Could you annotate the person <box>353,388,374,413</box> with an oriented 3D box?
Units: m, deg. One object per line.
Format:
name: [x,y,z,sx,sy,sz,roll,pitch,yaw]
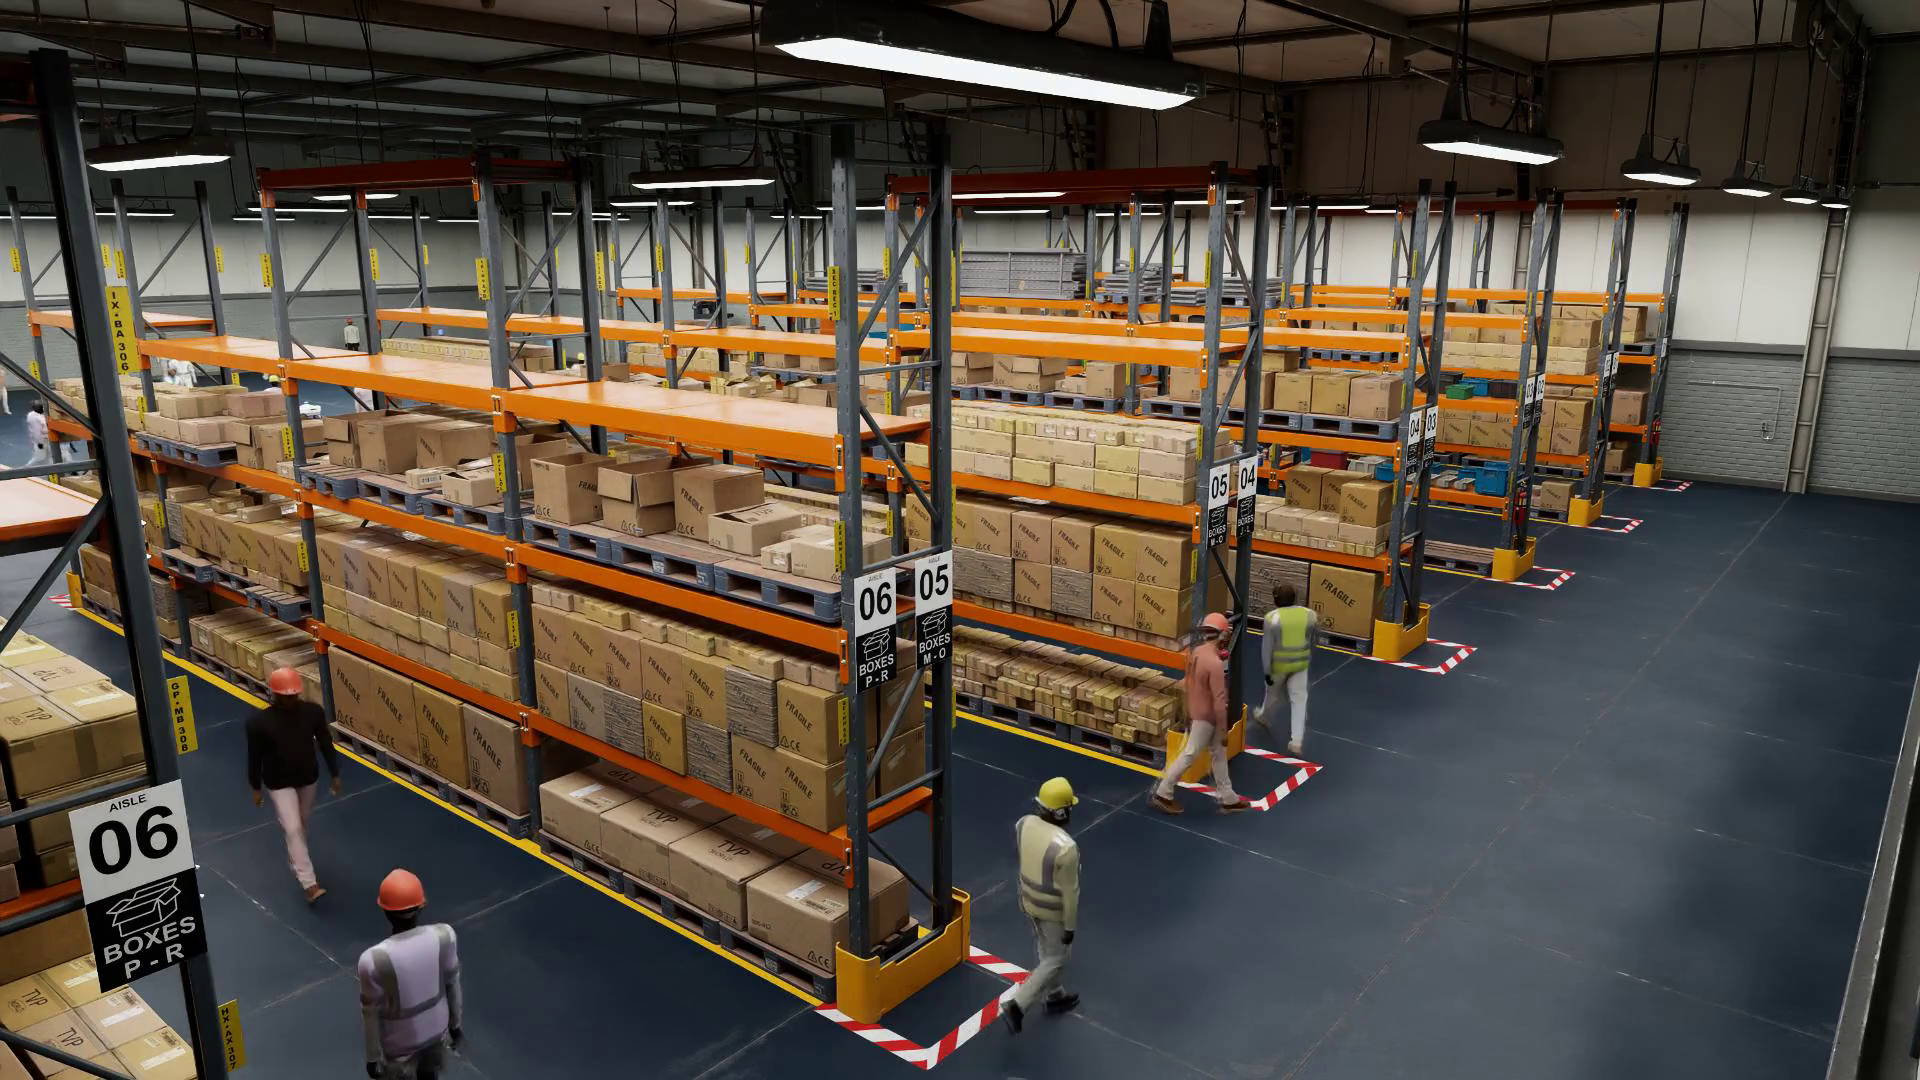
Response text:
person: [-15.251,-3.336,32.472,0.642,1.877,0.593,-12,18,-41]

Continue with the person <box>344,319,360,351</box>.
person: [-25.184,-8.192,52.170,0.380,1.995,0.611,11,17,38]

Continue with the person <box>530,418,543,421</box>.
person: [-12.029,-4.121,35.739,0.517,1.852,0.735,4,14,17]

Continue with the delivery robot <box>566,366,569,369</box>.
delivery robot: [-14.719,-6.246,47.060,0.477,0.478,0.707,0,14,1]

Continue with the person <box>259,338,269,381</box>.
person: [-26.109,-6.758,47.112,0.531,1.585,0.889,-2,14,-7]

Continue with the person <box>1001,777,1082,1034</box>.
person: [0.559,2.497,8.605,0.703,1.810,0.597,-9,16,-32]

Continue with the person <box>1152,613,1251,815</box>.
person: [2.279,1.663,11.839,0.974,1.938,0.704,0,14,-1]

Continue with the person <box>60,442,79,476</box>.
person: [-19.206,-1.913,27.071,0.897,1.640,0.538,-6,15,-22]

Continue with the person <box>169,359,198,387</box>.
person: [-23.669,-4.844,38.394,0.725,1.993,0.818,-9,16,-32]

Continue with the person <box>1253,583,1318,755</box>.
person: [3.473,1.318,13.475,0.647,1.779,0.995,-2,14,-7]

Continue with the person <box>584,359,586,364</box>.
person: [-13.232,-6.332,45.354,0.513,1.598,0.832,-11,18,-39]

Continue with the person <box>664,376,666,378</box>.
person: [-7.873,-3.830,34.559,0.629,1.842,0.544,-4,14,-15]

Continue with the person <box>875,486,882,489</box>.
person: [-1.481,-1.331,23.973,0.456,1.997,0.658,1,14,3]

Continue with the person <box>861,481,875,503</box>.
person: [-1.638,-0.101,19.295,0.617,1.787,0.893,-11,17,-38]

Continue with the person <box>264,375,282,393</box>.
person: [-17.383,-3.251,32.072,0.619,1.876,0.961,-9,16,-33]

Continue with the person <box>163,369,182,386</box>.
person: [-22.739,-4.161,36.434,0.884,1.593,0.526,9,16,32]

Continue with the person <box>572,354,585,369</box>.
person: [-11.342,-4.677,37.955,0.610,1.870,0.978,-9,16,-33]

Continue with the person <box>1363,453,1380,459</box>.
person: [7.604,-1.037,23.542,0.498,1.612,0.507,-13,19,-43]

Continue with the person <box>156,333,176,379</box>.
person: [-28.458,-6.452,45.131,0.372,1.940,0.630,11,17,38]

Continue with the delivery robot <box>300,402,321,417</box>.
delivery robot: [-19.228,-3.818,37.073,0.477,0.478,0.707,11,17,38]

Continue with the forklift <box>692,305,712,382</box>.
forklift: [-9.511,-7.392,47.124,1.873,2.768,1.129,11,17,38]

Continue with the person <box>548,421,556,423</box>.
person: [-9.807,-2.945,30.712,0.357,1.938,0.636,11,17,37]

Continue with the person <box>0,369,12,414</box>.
person: [-29.249,-4.630,38.275,0.530,1.624,0.527,3,14,13]

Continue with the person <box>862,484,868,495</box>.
person: [-1.681,-1.789,25.826,0.890,2.000,0.686,6,15,23]

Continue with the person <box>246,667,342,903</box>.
person: [-5.443,1.988,10.380,1.045,1.941,0.637,12,18,41]

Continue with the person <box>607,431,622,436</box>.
person: [-9.486,-3.759,34.139,0.619,1.892,0.659,9,16,34]

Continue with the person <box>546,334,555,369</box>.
person: [-15.838,-7.203,48.753,0.397,1.683,0.553,-4,14,-16]

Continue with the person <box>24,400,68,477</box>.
person: [-20.428,-2.205,27.924,0.798,1.814,0.616,-2,14,-7]

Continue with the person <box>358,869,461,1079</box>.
person: [-3.061,2.796,7.135,0.696,1.916,0.554,12,18,40]

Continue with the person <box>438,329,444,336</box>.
person: [-19.216,-6.860,46.809,0.649,1.932,0.443,-5,15,-21]
